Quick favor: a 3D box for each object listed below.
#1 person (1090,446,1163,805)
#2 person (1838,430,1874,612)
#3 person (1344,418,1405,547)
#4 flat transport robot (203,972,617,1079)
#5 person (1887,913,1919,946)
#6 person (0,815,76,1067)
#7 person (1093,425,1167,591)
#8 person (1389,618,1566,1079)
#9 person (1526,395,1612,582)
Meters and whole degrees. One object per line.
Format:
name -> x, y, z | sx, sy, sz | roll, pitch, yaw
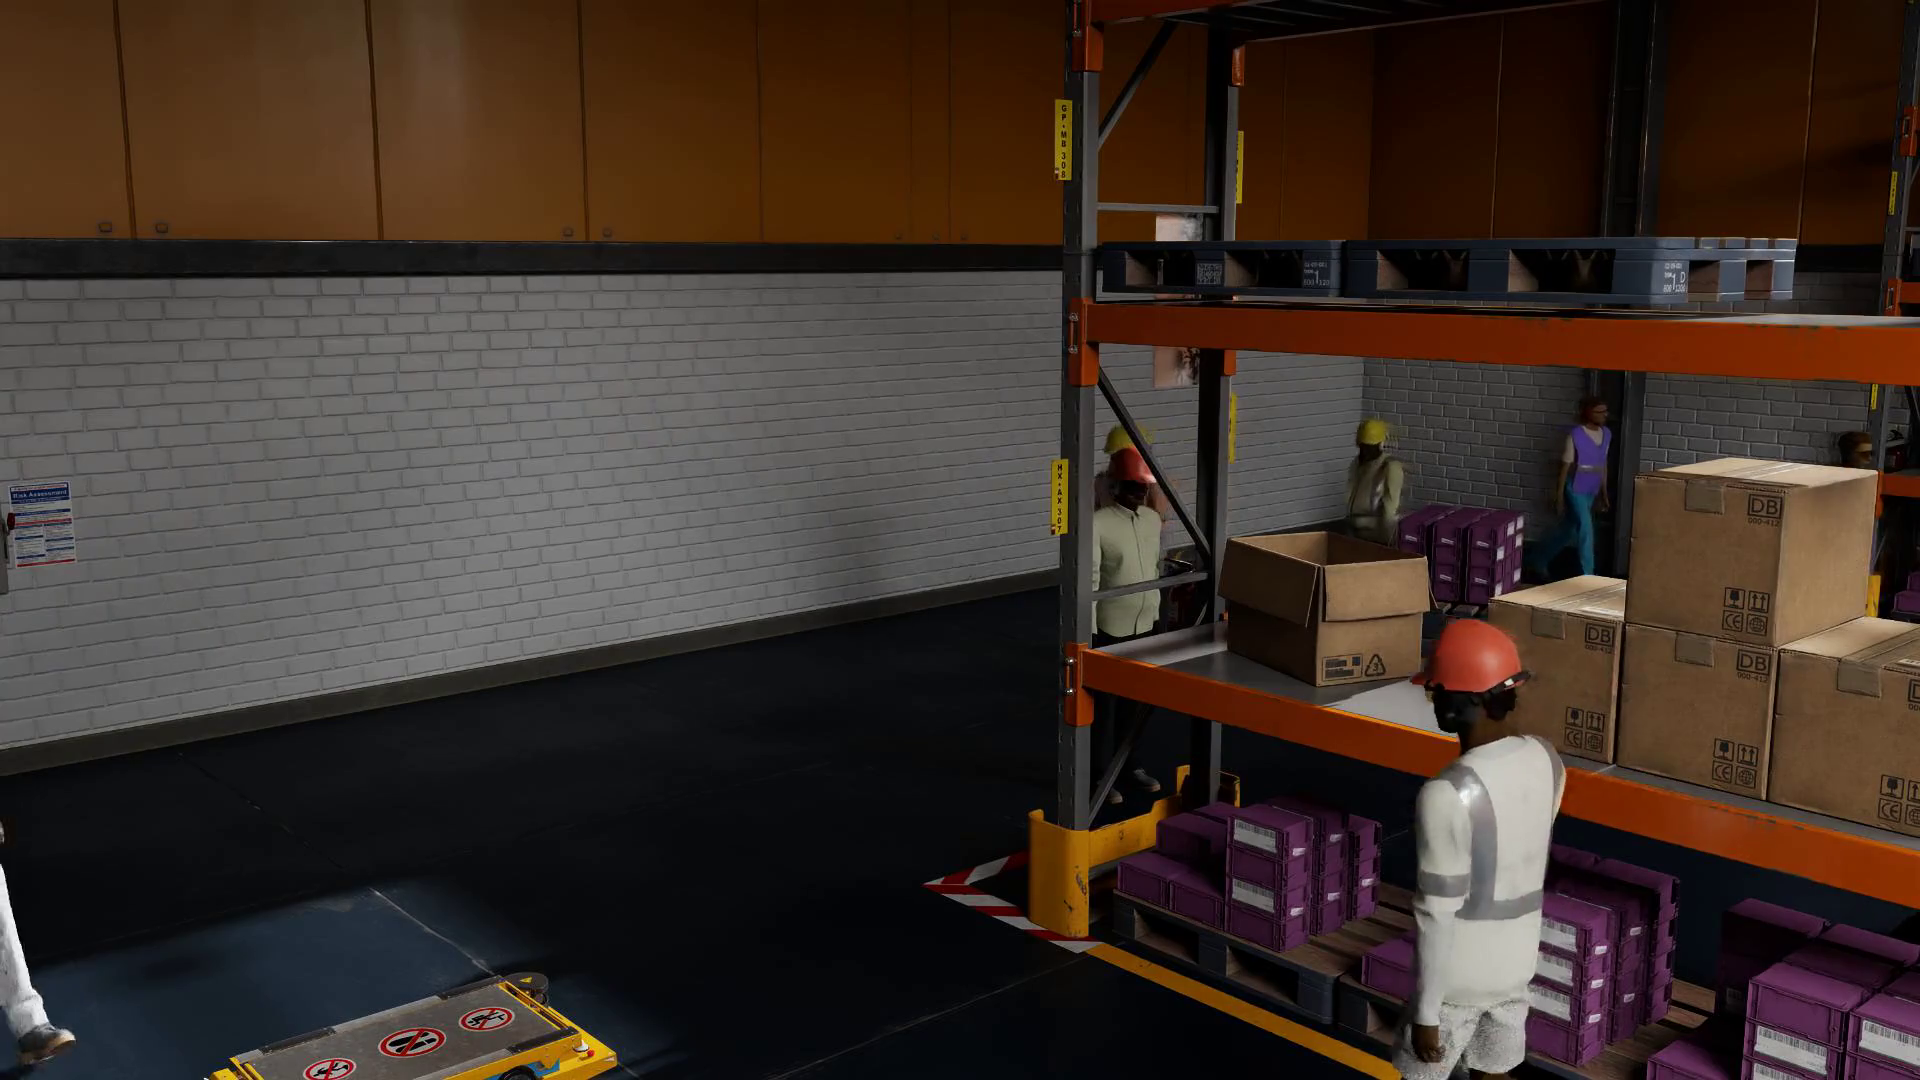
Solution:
person -> 0.919, 0.466, 9.292 | 0.623, 1.990, 0.397 | -8, 13, -41
person -> 6.247, 0.101, 11.955 | 0.508, 1.818, 0.801 | -6, 11, -31
person -> 3.279, -0.082, 13.094 | 0.680, 1.791, 0.613 | -5, 11, -27
flat transport robot -> -2.018, 1.903, 5.912 | 1.431, 0.197, 0.652 | -8, 13, -41
person -> 3.885, 1.013, 6.260 | 0.598, 1.936, 0.941 | -8, 13, -41
person -> -3.745, 1.084, 6.131 | 0.972, 1.836, 0.590 | 7, 12, 34
person -> 1.100, 0.141, 11.538 | 1.005, 1.876, 0.609 | -9, 13, -42
person -> 1.515, 1.226, 4.752 | 0.629, 2.028, 0.765 | -7, 12, -36
person -> 5.587, -0.435, 15.166 | 0.565, 1.810, 0.902 | -7, 12, -34
